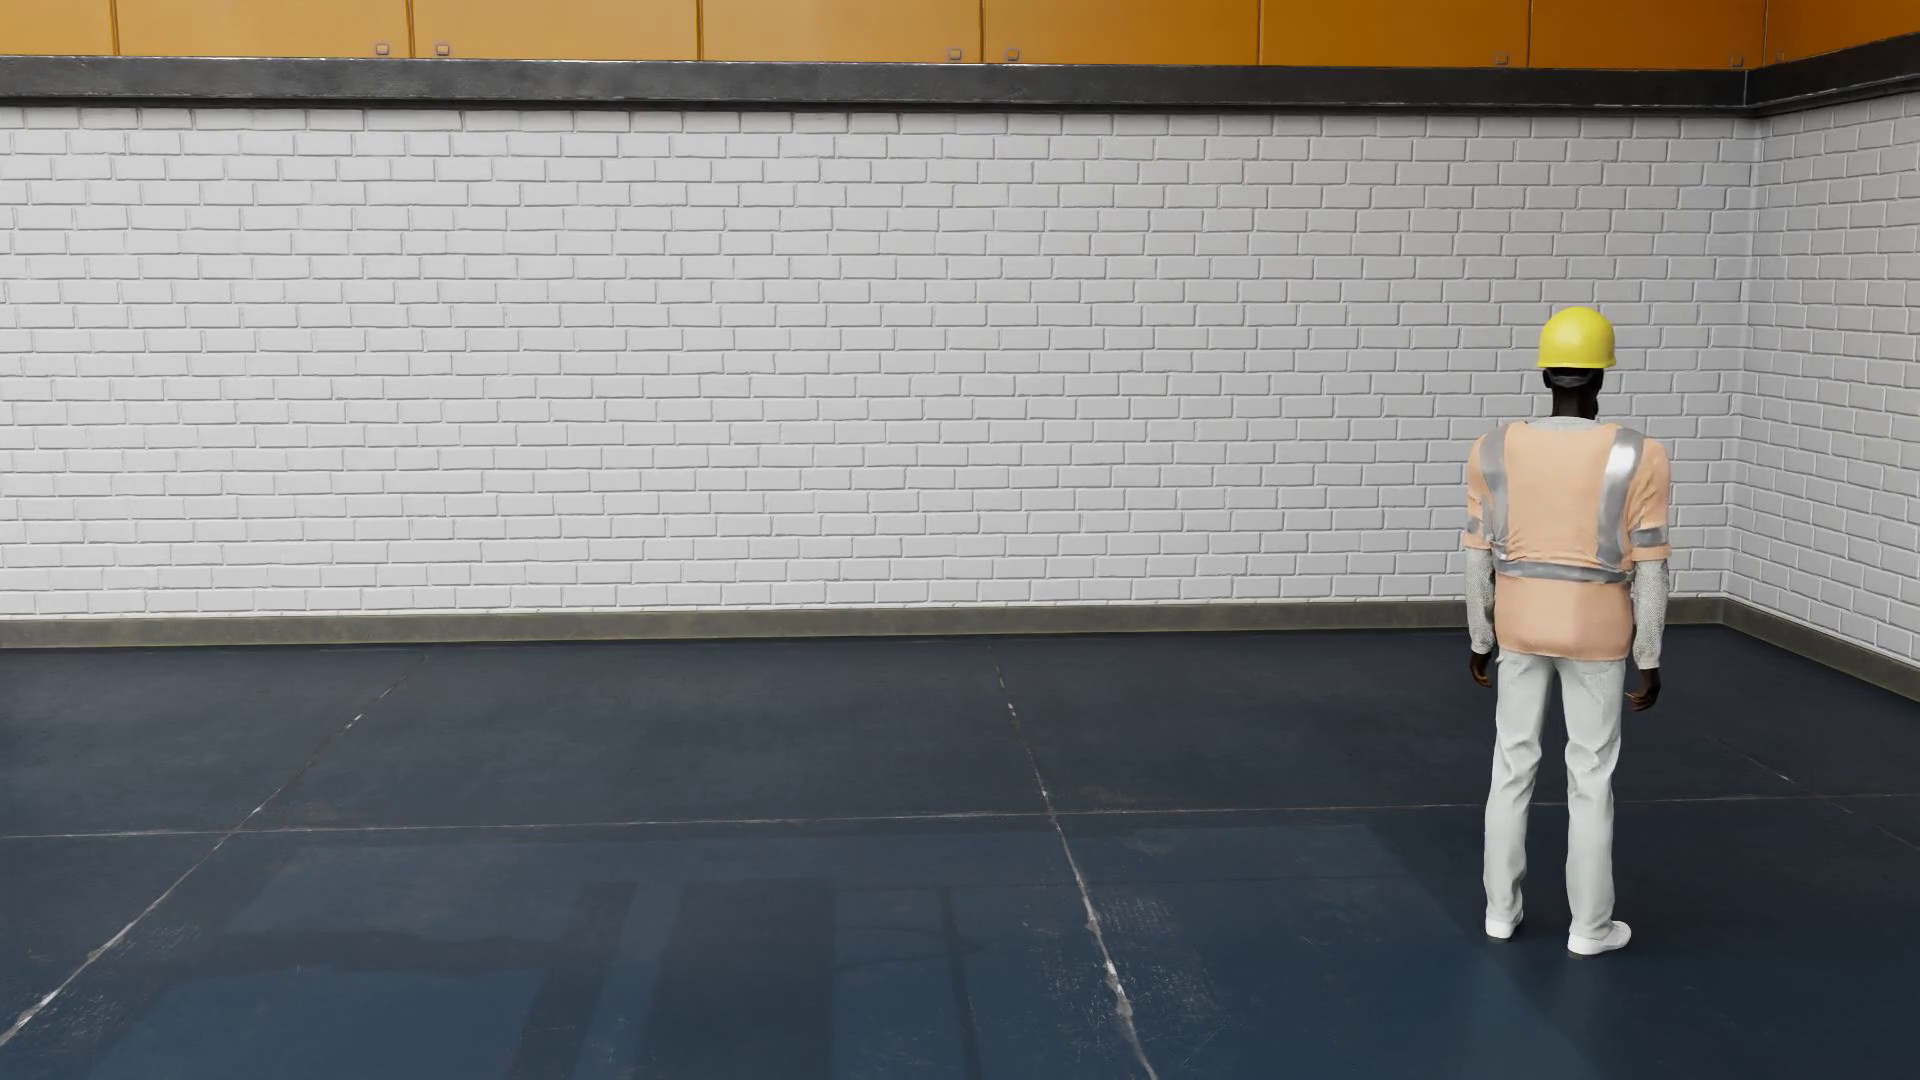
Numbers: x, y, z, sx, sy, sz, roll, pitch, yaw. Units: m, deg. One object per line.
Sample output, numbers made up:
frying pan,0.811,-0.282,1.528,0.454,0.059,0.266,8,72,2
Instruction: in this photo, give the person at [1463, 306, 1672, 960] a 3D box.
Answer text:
person,1.790,0.280,4.945,0.587,1.930,0.359,6,11,34
